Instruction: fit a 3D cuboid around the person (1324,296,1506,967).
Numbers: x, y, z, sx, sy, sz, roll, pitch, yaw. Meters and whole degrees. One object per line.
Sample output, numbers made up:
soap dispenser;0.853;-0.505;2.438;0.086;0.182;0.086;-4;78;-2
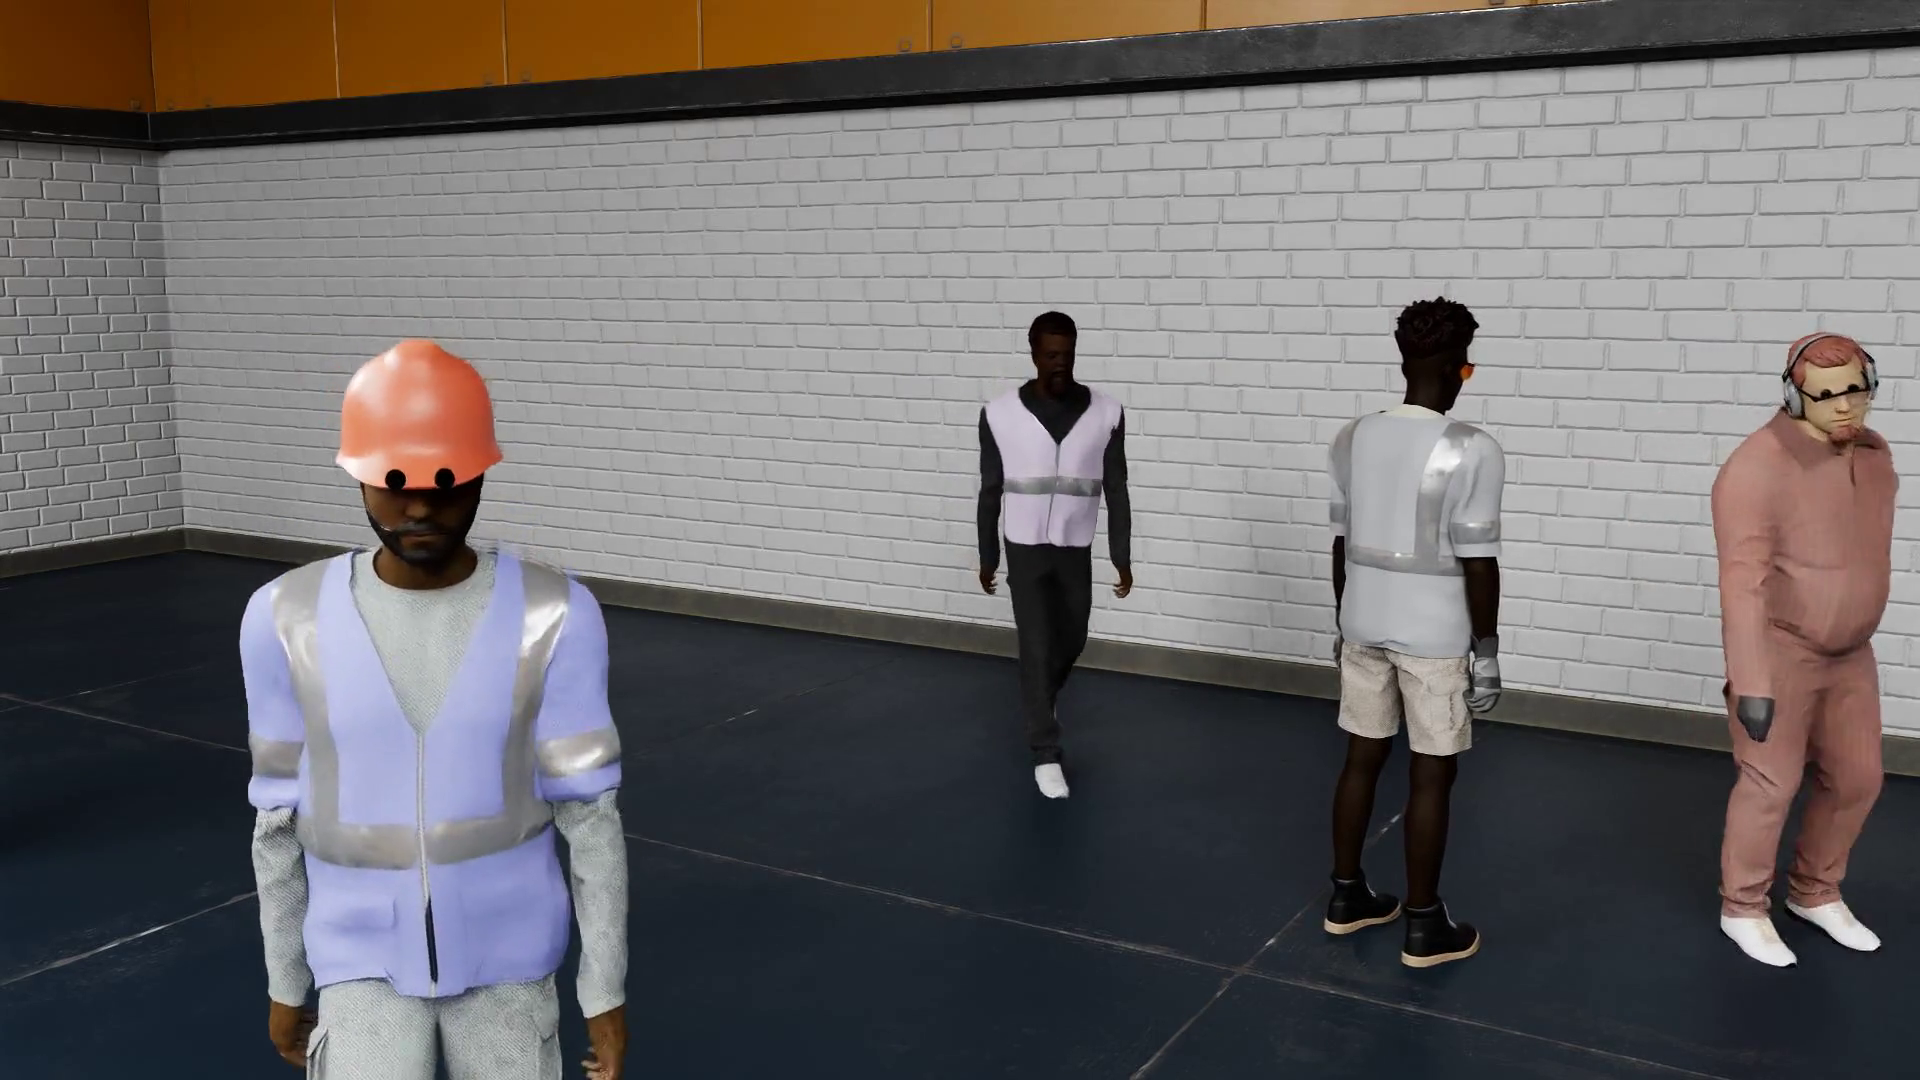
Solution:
person;1.343;0.266;4.922;0.375;1.958;0.606;-6;11;-34

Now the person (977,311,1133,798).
person;0.357;0.014;6.728;0.597;1.885;0.878;-2;9;-10

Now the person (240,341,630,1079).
person;-0.785;0.666;2.532;0.564;1.916;0.652;-2;9;-14

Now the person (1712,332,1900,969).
person;2.406;0.336;4.782;0.692;1.864;0.469;-4;10;-25
